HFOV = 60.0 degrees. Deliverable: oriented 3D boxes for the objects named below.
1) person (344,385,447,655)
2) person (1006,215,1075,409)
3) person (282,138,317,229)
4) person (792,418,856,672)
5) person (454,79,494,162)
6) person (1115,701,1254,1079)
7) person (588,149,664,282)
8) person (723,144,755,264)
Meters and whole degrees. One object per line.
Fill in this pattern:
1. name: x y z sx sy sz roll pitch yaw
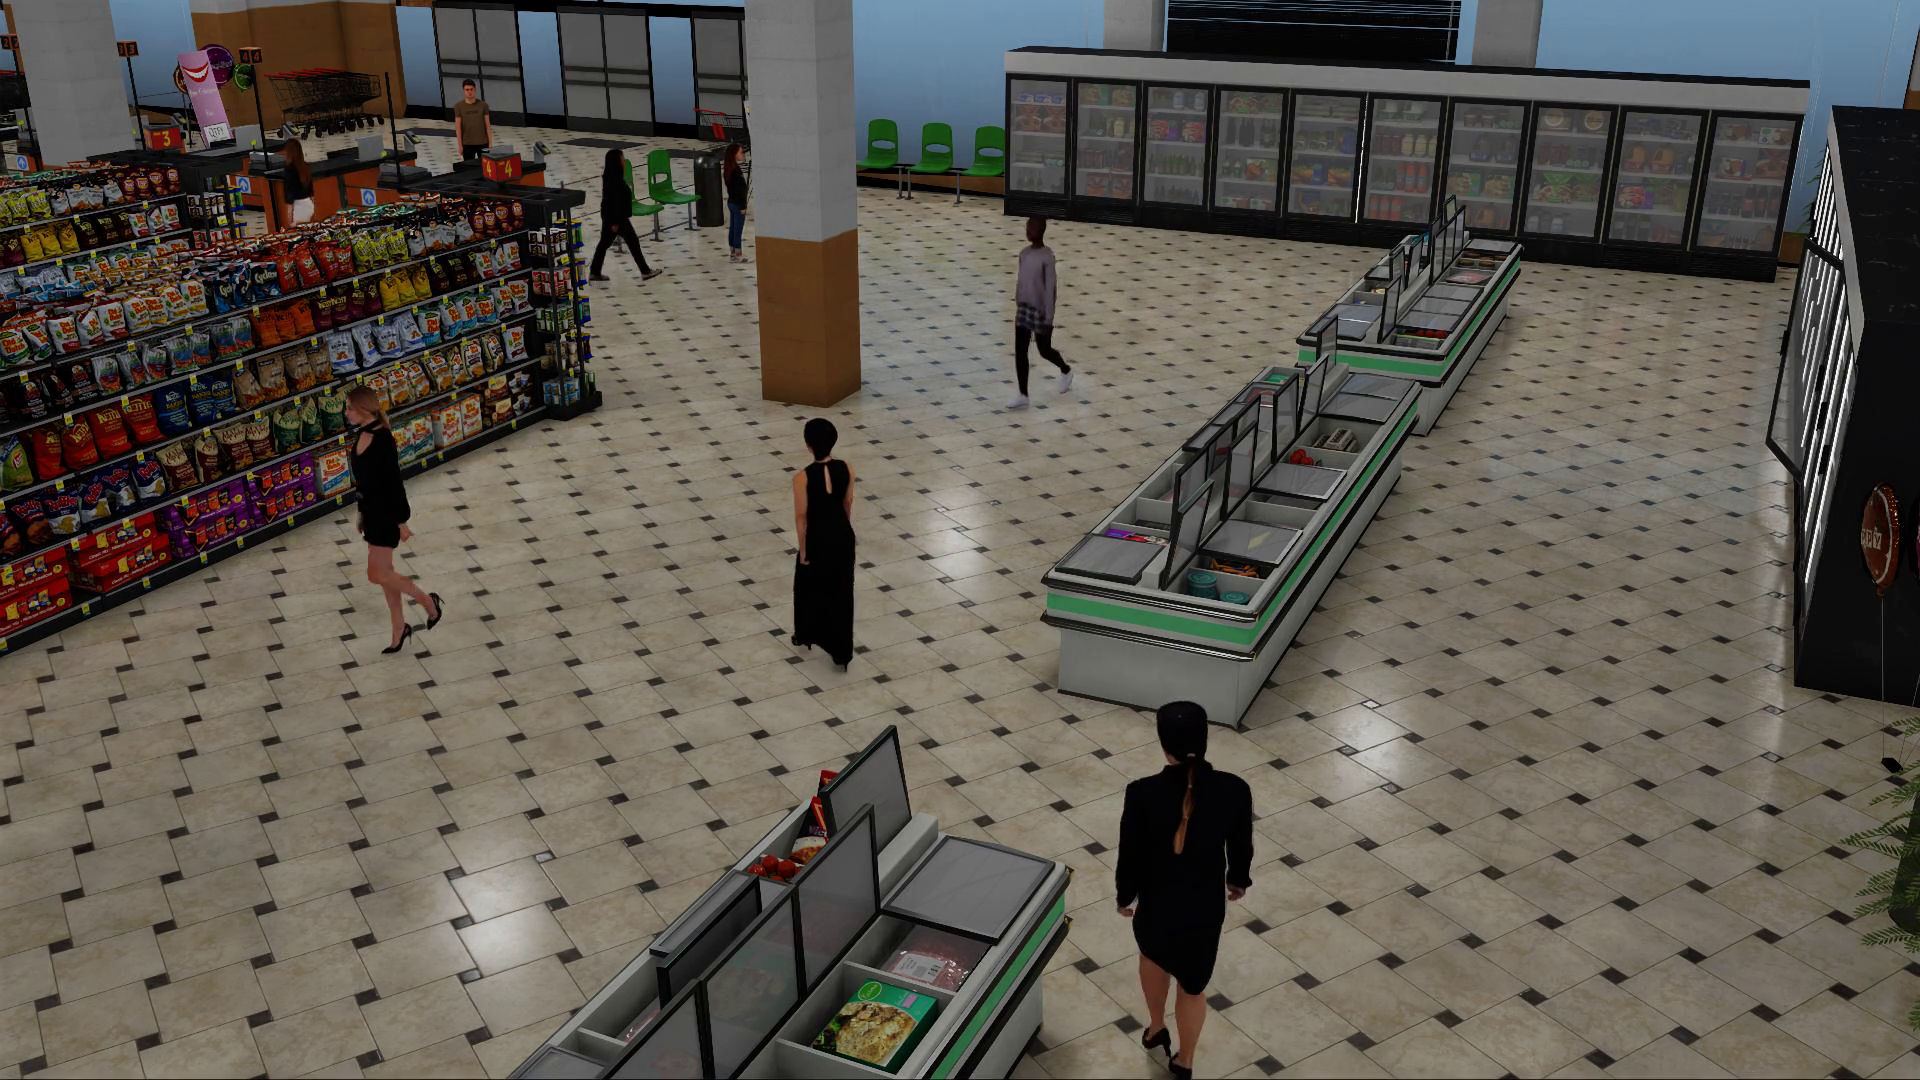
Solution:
1. person: -3.532 -0.127 10.392 0.822 1.752 0.727 -18 28 -38
2. person: 0.764 -2.091 15.284 1.158 1.749 0.876 -19 29 -40
3. person: -7.870 -3.964 20.025 0.824 1.688 0.971 4 22 10
4. person: -0.775 0.064 10.148 0.866 1.578 0.898 -11 24 -24
5. person: -7.117 -5.816 24.417 0.726 1.852 0.805 -9 24 -22
6. person: 0.875 1.471 6.543 0.855 1.655 0.862 -1 22 -2
7. person: -4.174 -3.806 19.790 1.200 1.570 1.099 -10 24 -23
8. person: -2.838 -4.266 21.052 0.685 1.483 0.642 -10 24 -23
